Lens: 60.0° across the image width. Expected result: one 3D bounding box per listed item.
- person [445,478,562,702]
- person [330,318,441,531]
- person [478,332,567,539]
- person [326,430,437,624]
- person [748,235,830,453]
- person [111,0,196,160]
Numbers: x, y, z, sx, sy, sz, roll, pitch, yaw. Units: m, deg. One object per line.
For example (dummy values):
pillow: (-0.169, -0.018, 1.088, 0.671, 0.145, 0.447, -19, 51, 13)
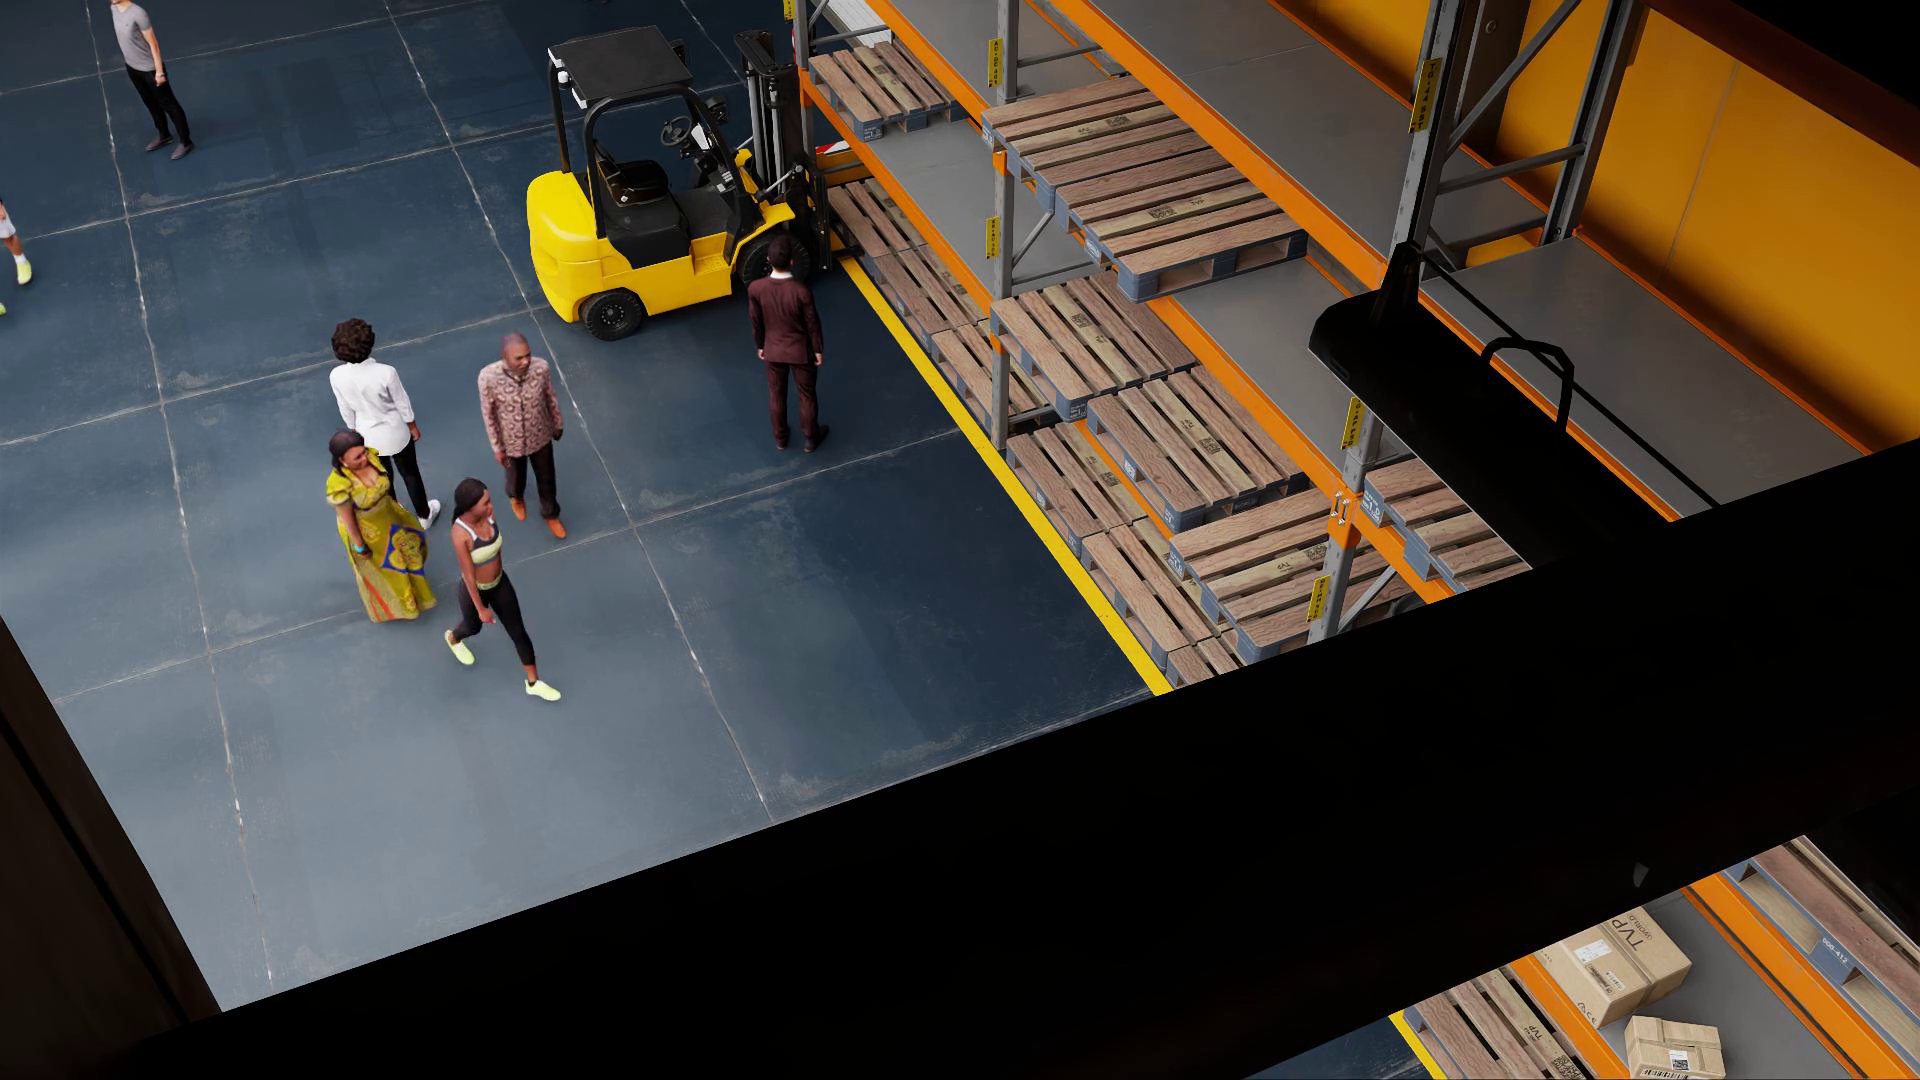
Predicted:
person: (-3.113, 0.301, 10.633, 1.227, 1.708, 1.003, 25, 49, 24)
person: (-4.065, -0.786, 11.700, 0.700, 1.810, 0.685, -4, 44, -5)
person: (-3.096, -0.780, 11.711, 0.694, 1.786, 0.771, -17, 46, -17)
person: (-3.995, -0.106, 11.105, 1.044, 1.646, 0.981, 11, 45, 11)
person: (-1.268, -1.429, 12.334, 0.780, 1.866, 0.797, 6, 44, 6)
person: (-7.634, -4.459, 15.595, 0.675, 1.755, 0.763, 21, 47, 20)
